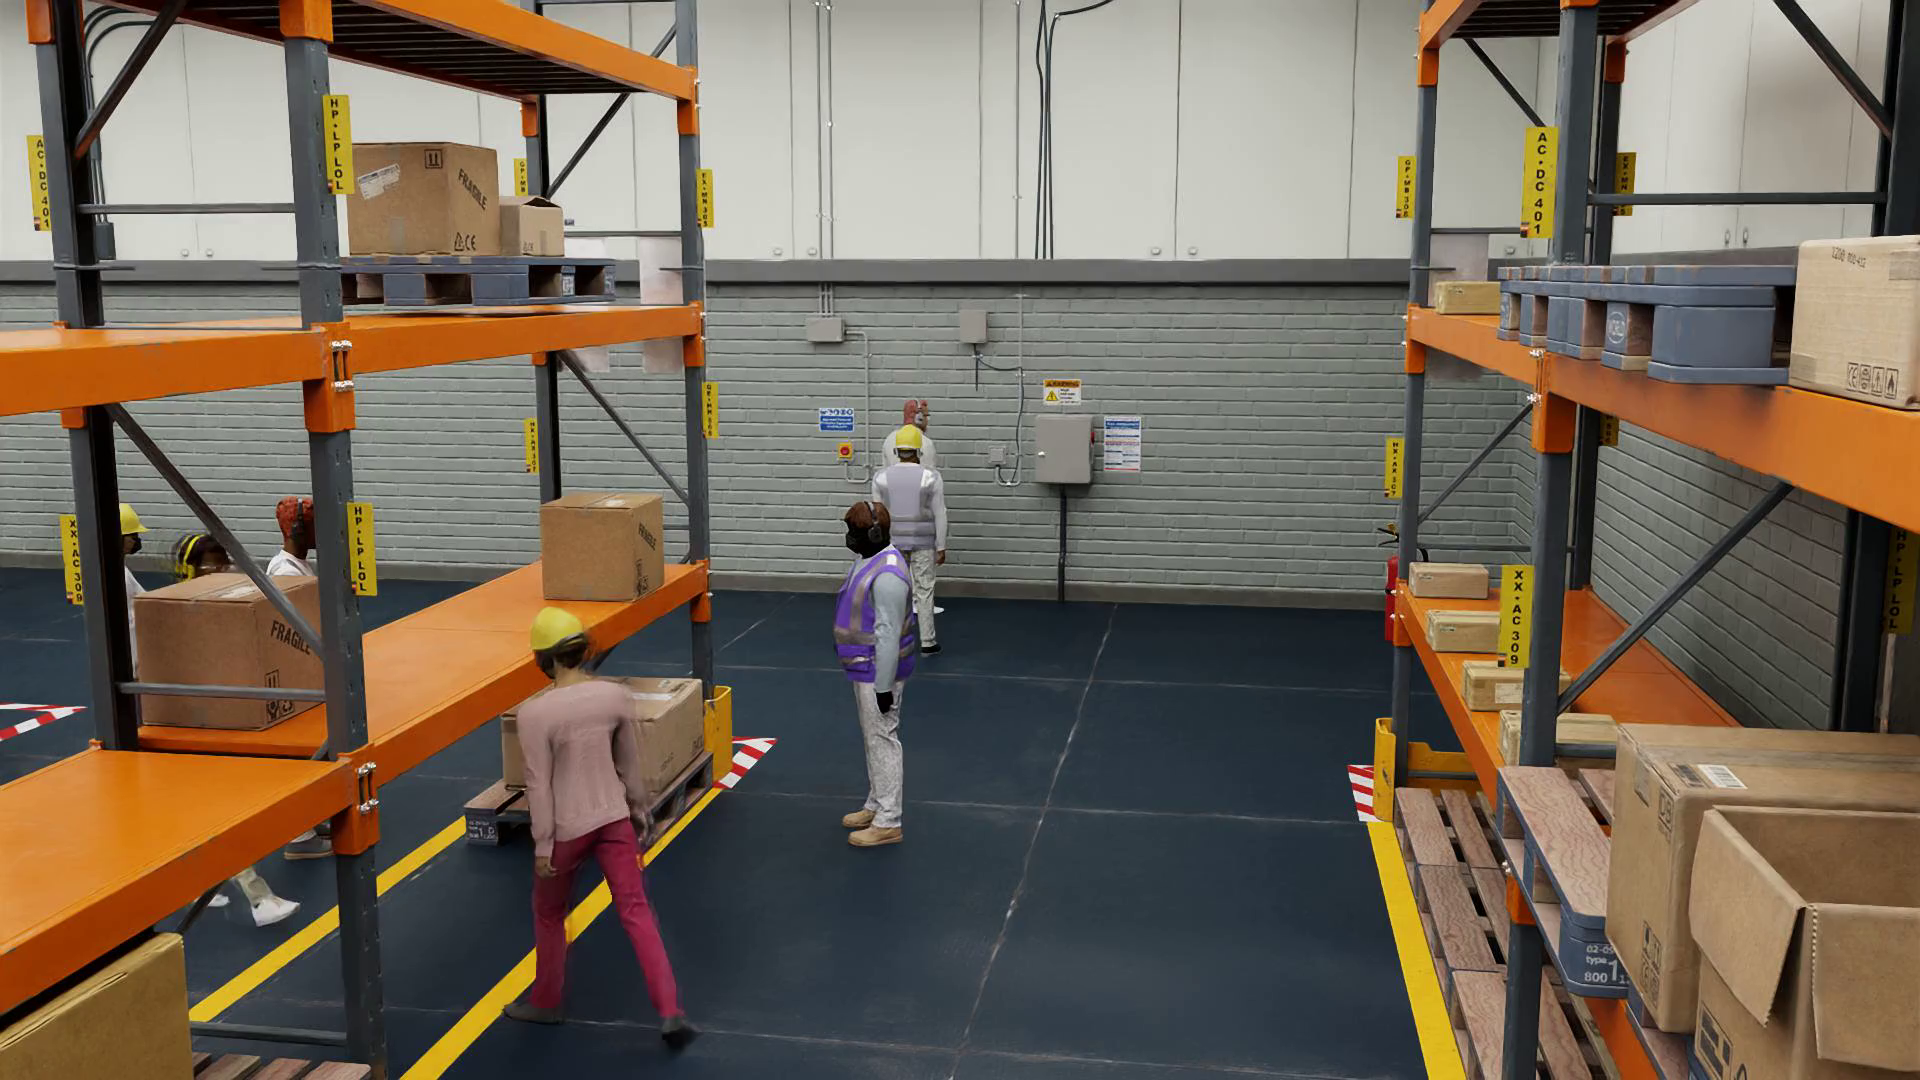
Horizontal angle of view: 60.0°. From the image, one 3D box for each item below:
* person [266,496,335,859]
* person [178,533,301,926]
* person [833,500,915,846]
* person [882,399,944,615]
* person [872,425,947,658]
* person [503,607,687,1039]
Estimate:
[{"bbox_3d":[-3.417,0.708,8.636,0.359,1.880,0.575,-3,10,-20],"label":"person"},{"bbox_3d":[-3.400,0.881,7.731,0.945,1.827,0.552,3,10,20],"label":"person"},{"bbox_3d":[-0.457,0.698,8.844,0.429,1.837,0.625,-2,9,-11],"label":"person"},{"bbox_3d":[-0.396,-0.294,14.728,0.401,1.904,0.651,-8,12,-39],"label":"person"},{"bbox_3d":[-0.384,0.012,13.049,0.590,1.837,0.404,2,9,12],"label":"person"},{"bbox_3d":[-1.427,1.130,6.542,0.788,1.716,0.554,8,12,39],"label":"person"}]
